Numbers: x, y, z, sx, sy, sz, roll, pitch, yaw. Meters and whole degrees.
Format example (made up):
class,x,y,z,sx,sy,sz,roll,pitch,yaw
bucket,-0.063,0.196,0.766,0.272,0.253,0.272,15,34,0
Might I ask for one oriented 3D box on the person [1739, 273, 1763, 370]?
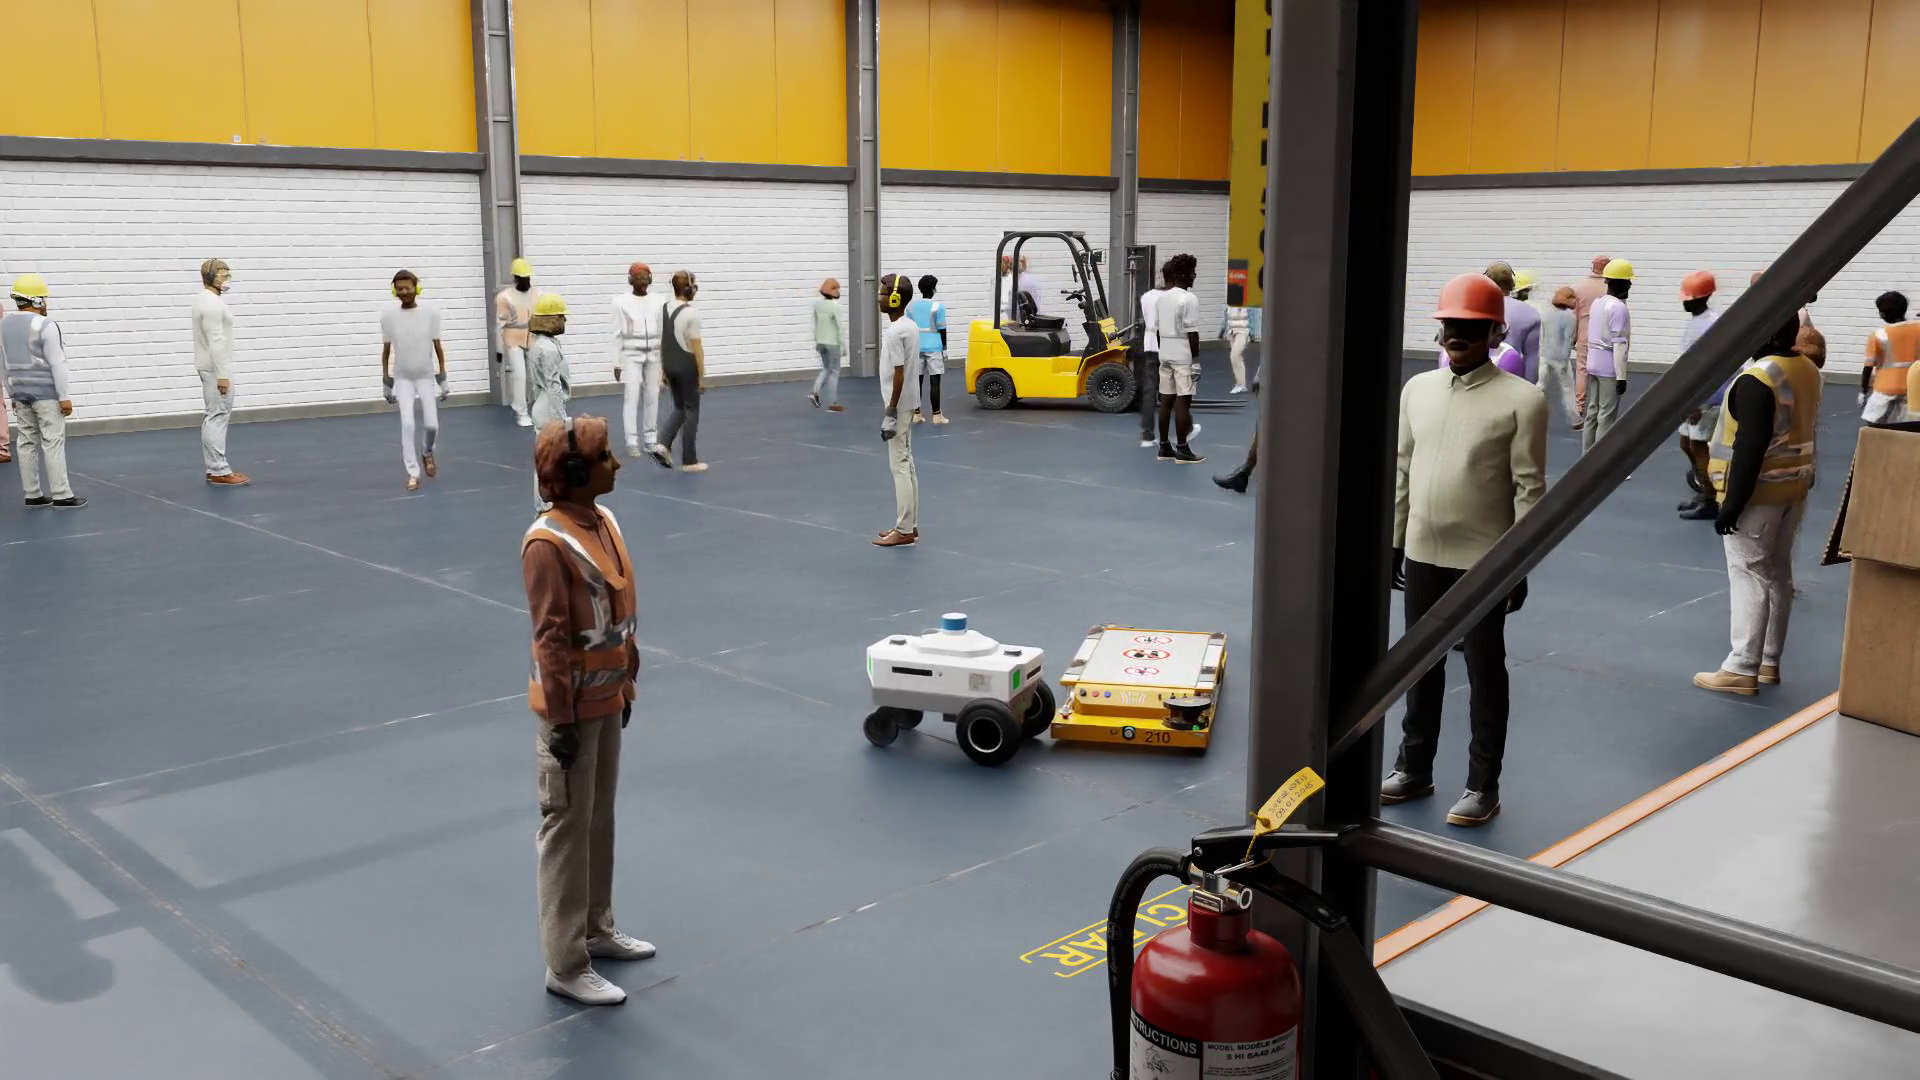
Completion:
class,x,y,z,sx,sy,sz,roll,pitch,yaw
person,10.840,-2.826,22.665,0.545,1.617,0.633,5,12,27

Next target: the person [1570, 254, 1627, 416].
class,x,y,z,sx,sy,sz,roll,pitch,yaw
person,7.524,-2.405,19.627,0.642,1.909,0.408,6,12,30

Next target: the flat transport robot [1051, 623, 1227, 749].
class,x,y,z,sx,sy,sz,roll,pitch,yaw
flat transport robot,0.845,0.630,7.537,0.652,0.197,1.431,2,11,12

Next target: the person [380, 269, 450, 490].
class,x,y,z,sx,sy,sz,roll,pitch,yaw
person,-4.613,-1.362,14.087,0.552,1.854,0.516,-3,11,-16

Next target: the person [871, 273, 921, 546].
class,x,y,z,sx,sy,sz,roll,pitch,yaw
person,-0.441,-0.890,11.451,0.328,1.876,0.513,1,10,8

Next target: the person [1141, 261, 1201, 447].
class,x,y,z,sx,sy,sz,roll,pitch,yaw
person,2.132,-1.908,17.008,0.605,1.868,0.971,7,12,32

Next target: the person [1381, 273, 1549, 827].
class,x,y,z,sx,sy,sz,roll,pitch,yaw
person,1.816,0.034,6.077,0.373,1.997,0.618,-9,14,-41

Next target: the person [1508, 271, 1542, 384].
class,x,y,z,sx,sy,sz,roll,pitch,yaw
person,5.249,-1.676,15.975,0.914,1.785,0.594,8,13,39

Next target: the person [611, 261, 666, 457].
class,x,y,z,sx,sy,sz,roll,pitch,yaw
person,-3.087,-1.750,16.122,0.583,1.883,0.350,-6,12,-32

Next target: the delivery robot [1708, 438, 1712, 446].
class,x,y,z,sx,sy,sz,roll,pitch,yaw
delivery robot,6.479,-0.706,13.794,0.707,0.478,0.477,6,12,31

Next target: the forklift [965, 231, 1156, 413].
class,x,y,z,sx,sy,sz,roll,pitch,yaw
forklift,1.222,-2.721,20.561,2.313,2.155,1.214,2,11,13

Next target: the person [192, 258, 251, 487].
class,x,y,z,sx,sy,sz,roll,pitch,yaw
person,-6.343,-1.426,14.206,0.358,1.936,0.632,-6,12,-28

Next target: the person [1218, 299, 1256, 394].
class,x,y,z,sx,sy,sz,roll,pitch,yaw
person,3.711,-2.772,22.409,0.507,1.623,0.520,-5,12,-26

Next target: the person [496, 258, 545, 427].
class,x,y,z,sx,sy,sz,roll,pitch,yaw
person,-4.961,-2.229,18.720,0.602,1.895,0.738,-10,14,-42

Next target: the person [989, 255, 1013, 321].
class,x,y,z,sx,sy,sz,roll,pitch,yaw
person,0.710,-3.364,25.023,0.581,1.852,0.875,5,12,26

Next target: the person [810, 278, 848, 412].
class,x,y,z,sx,sy,sz,roll,pitch,yaw
person,-1.574,-2.349,20.069,0.529,1.621,0.371,10,14,43

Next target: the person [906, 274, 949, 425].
class,x,y,z,sx,sy,sz,roll,pitch,yaw
person,-0.364,-2.133,18.728,0.532,1.693,0.319,6,12,29

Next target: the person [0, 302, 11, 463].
class,x,y,z,sx,sy,sz,roll,pitch,yaw
person,-9.182,-1.653,15.533,0.642,1.906,0.410,7,12,33

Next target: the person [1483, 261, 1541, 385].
class,x,y,z,sx,sy,sz,roll,pitch,yaw
person,4.009,-1.111,12.487,0.634,1.936,0.351,1,10,4

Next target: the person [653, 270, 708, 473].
class,x,y,z,sx,sy,sz,roll,pitch,yaw
person,-2.489,-1.494,14.871,0.531,1.828,0.449,8,13,37

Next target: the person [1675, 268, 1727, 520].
class,x,y,z,sx,sy,sz,roll,pitch,yaw
person,5.520,-1.078,12.431,0.505,1.889,0.576,2,11,13

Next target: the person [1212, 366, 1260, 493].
class,x,y,z,sx,sy,sz,roll,pitch,yaw
person,2.550,-1.306,13.677,0.982,1.877,0.586,2,11,10

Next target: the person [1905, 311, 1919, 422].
class,x,y,z,sx,sy,sz,roll,pitch,yaw
person,4.595,-0.258,7.832,0.551,1.934,0.373,-4,11,-20

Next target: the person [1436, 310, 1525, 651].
class,x,y,z,sx,sy,sz,roll,pitch,yaw
person,2.613,-0.393,8.574,0.369,1.933,0.551,-5,12,-27

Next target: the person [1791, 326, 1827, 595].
class,x,y,z,sx,sy,sz,roll,pitch,yaw
person,4.740,-0.417,9.584,0.596,1.619,0.336,-9,13,-39

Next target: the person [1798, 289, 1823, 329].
class,x,y,z,sx,sy,sz,roll,pitch,yaw
person,8.119,-1.693,16.128,0.326,1.767,0.533,3,11,15

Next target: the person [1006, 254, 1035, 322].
class,x,y,z,sx,sy,sz,roll,pitch,yaw
person,0.698,-2.885,22.314,0.900,1.868,0.682,1,10,5

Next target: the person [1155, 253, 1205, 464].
class,x,y,z,sx,sy,sz,roll,pitch,yaw
person,2.065,-1.700,15.620,0.367,1.966,0.607,-6,12,-28

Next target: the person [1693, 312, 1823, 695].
class,x,y,z,sx,sy,sz,roll,pitch,yaw
person,3.720,-0.200,7.777,0.621,1.845,0.429,-9,14,-40

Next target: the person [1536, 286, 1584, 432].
class,x,y,z,sx,sy,sz,roll,pitch,yaw
person,6.458,-1.944,17.989,0.890,1.581,0.514,-5,12,-26

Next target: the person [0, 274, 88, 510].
class,x,y,z,sx,sy,sz,roll,pitch,yaw
person,-7.154,-1.142,12.937,0.588,1.835,0.403,3,11,16

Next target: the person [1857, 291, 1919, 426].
class,x,y,z,sx,sy,sz,roll,pitch,yaw
person,7.784,-1.228,13.845,0.622,1.672,0.453,2,11,9

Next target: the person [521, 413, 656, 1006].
class,x,y,z,sx,sy,sz,roll,pitch,yaw
person,-1.059,0.465,4.685,0.306,1.645,0.522,1,10,6

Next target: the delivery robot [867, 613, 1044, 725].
class,x,y,z,sx,sy,sz,roll,pitch,yaw
delivery robot,-0.023,0.549,6.947,0.707,0.478,0.477,4,11,22

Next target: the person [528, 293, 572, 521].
class,x,y,z,sx,sy,sz,roll,pitch,yaw
person,-2.785,-0.820,11.427,0.295,1.743,0.493,-5,11,-24

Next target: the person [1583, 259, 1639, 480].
class,x,y,z,sx,sy,sz,roll,pitch,yaw
person,5.688,-1.487,14.565,0.370,1.927,0.588,-1,10,-4
